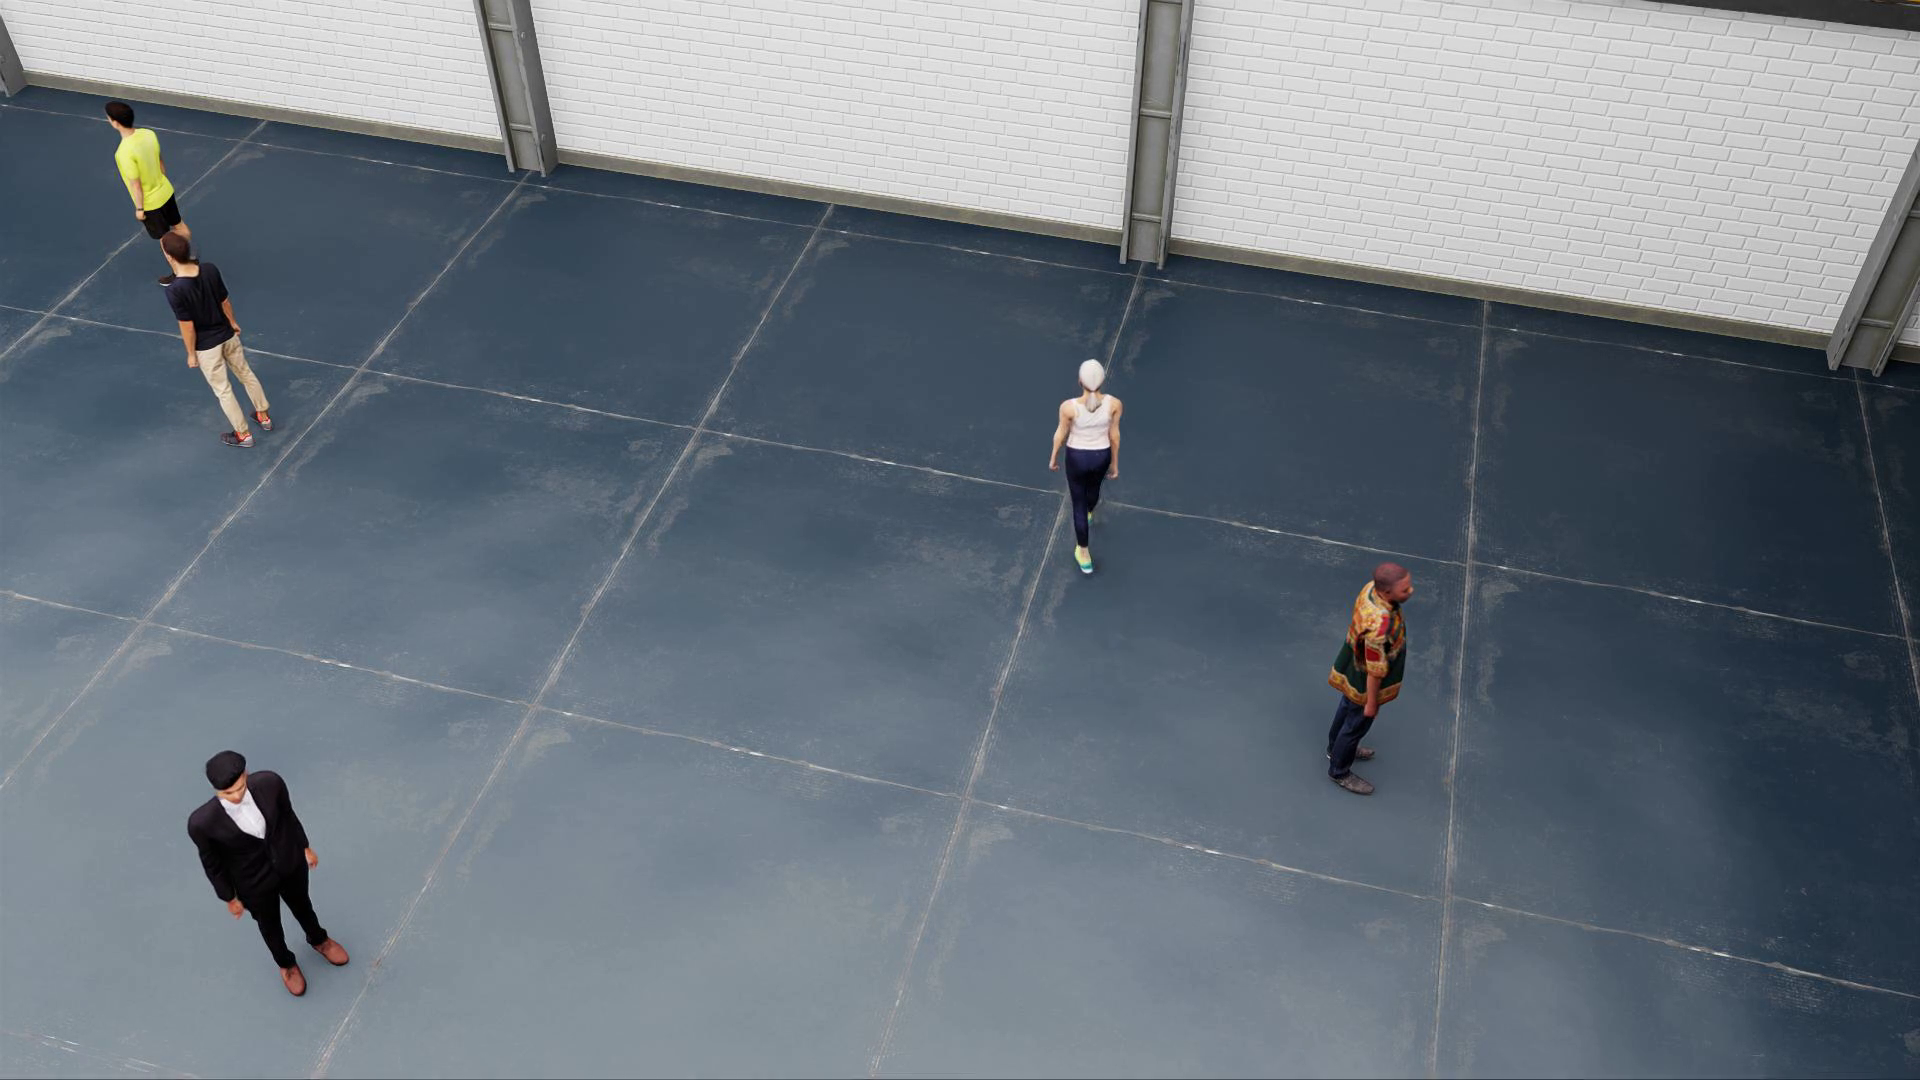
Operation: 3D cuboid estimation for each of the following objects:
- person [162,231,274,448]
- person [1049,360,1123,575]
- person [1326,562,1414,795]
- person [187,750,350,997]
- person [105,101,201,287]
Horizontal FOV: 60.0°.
[{"bbox_3d":[-5.636,-1.512,12.568,0.590,1.854,0.689,19,47,19],"label":"person"},{"bbox_3d":[0.894,-0.484,11.621,1.032,1.672,0.929,-5,44,-5],"label":"person"},{"bbox_3d":[2.484,0.811,10.163,0.649,1.807,0.696,9,44,9],"label":"person"},{"bbox_3d":[-3.799,1.778,9.095,0.736,1.881,0.775,32,52,29],"label":"person"},{"bbox_3d":[-6.889,-2.970,14.204,0.539,1.708,0.630,8,44,8],"label":"person"}]
